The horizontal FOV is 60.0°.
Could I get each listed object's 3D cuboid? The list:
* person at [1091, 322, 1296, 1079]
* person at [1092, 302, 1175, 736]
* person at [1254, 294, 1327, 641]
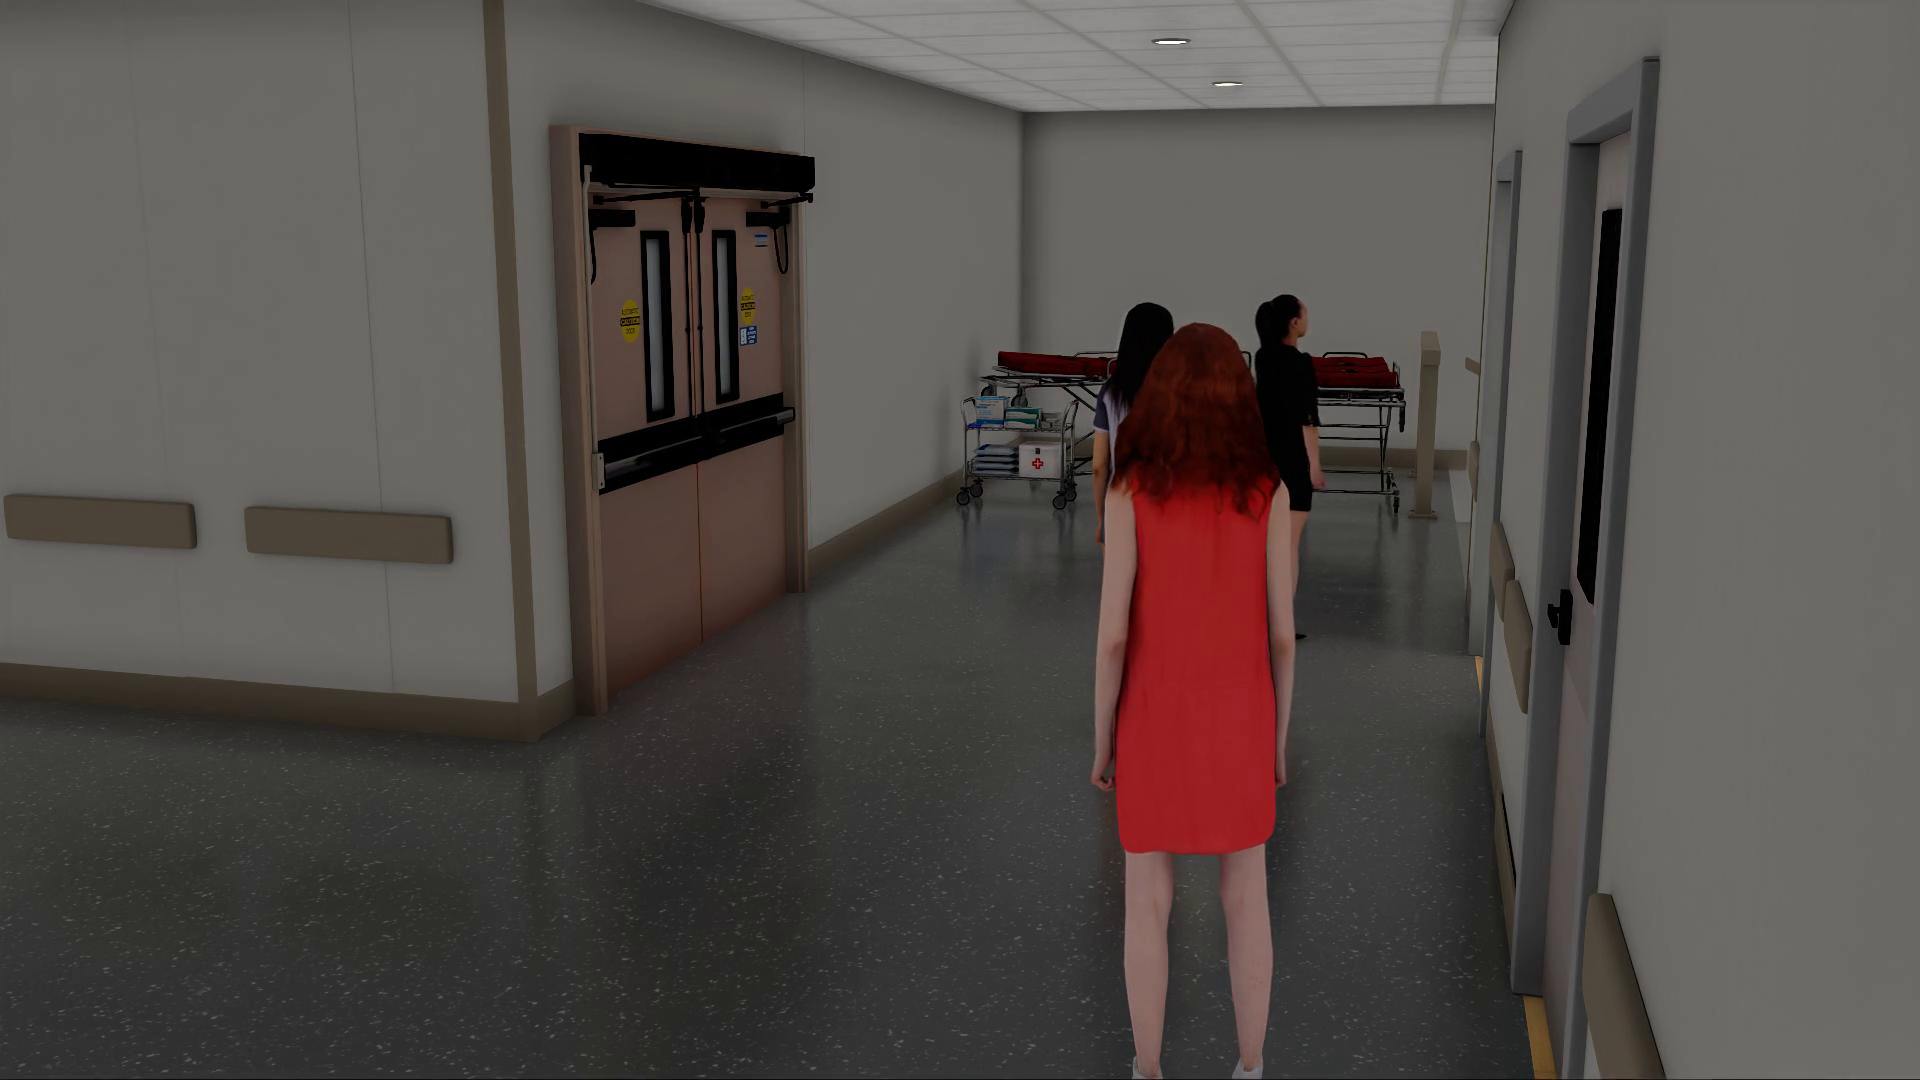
[{"bbox_3d":[0.511,0.442,3.641,0.653,1.826,0.618,-1,11,-4],"label":"person"},{"bbox_3d":[0.739,-0.074,6.613,0.611,1.734,0.537,4,12,22],"label":"person"},{"bbox_3d":[1.582,-0.355,8.189,0.737,1.698,0.664,-5,12,-25],"label":"person"}]
